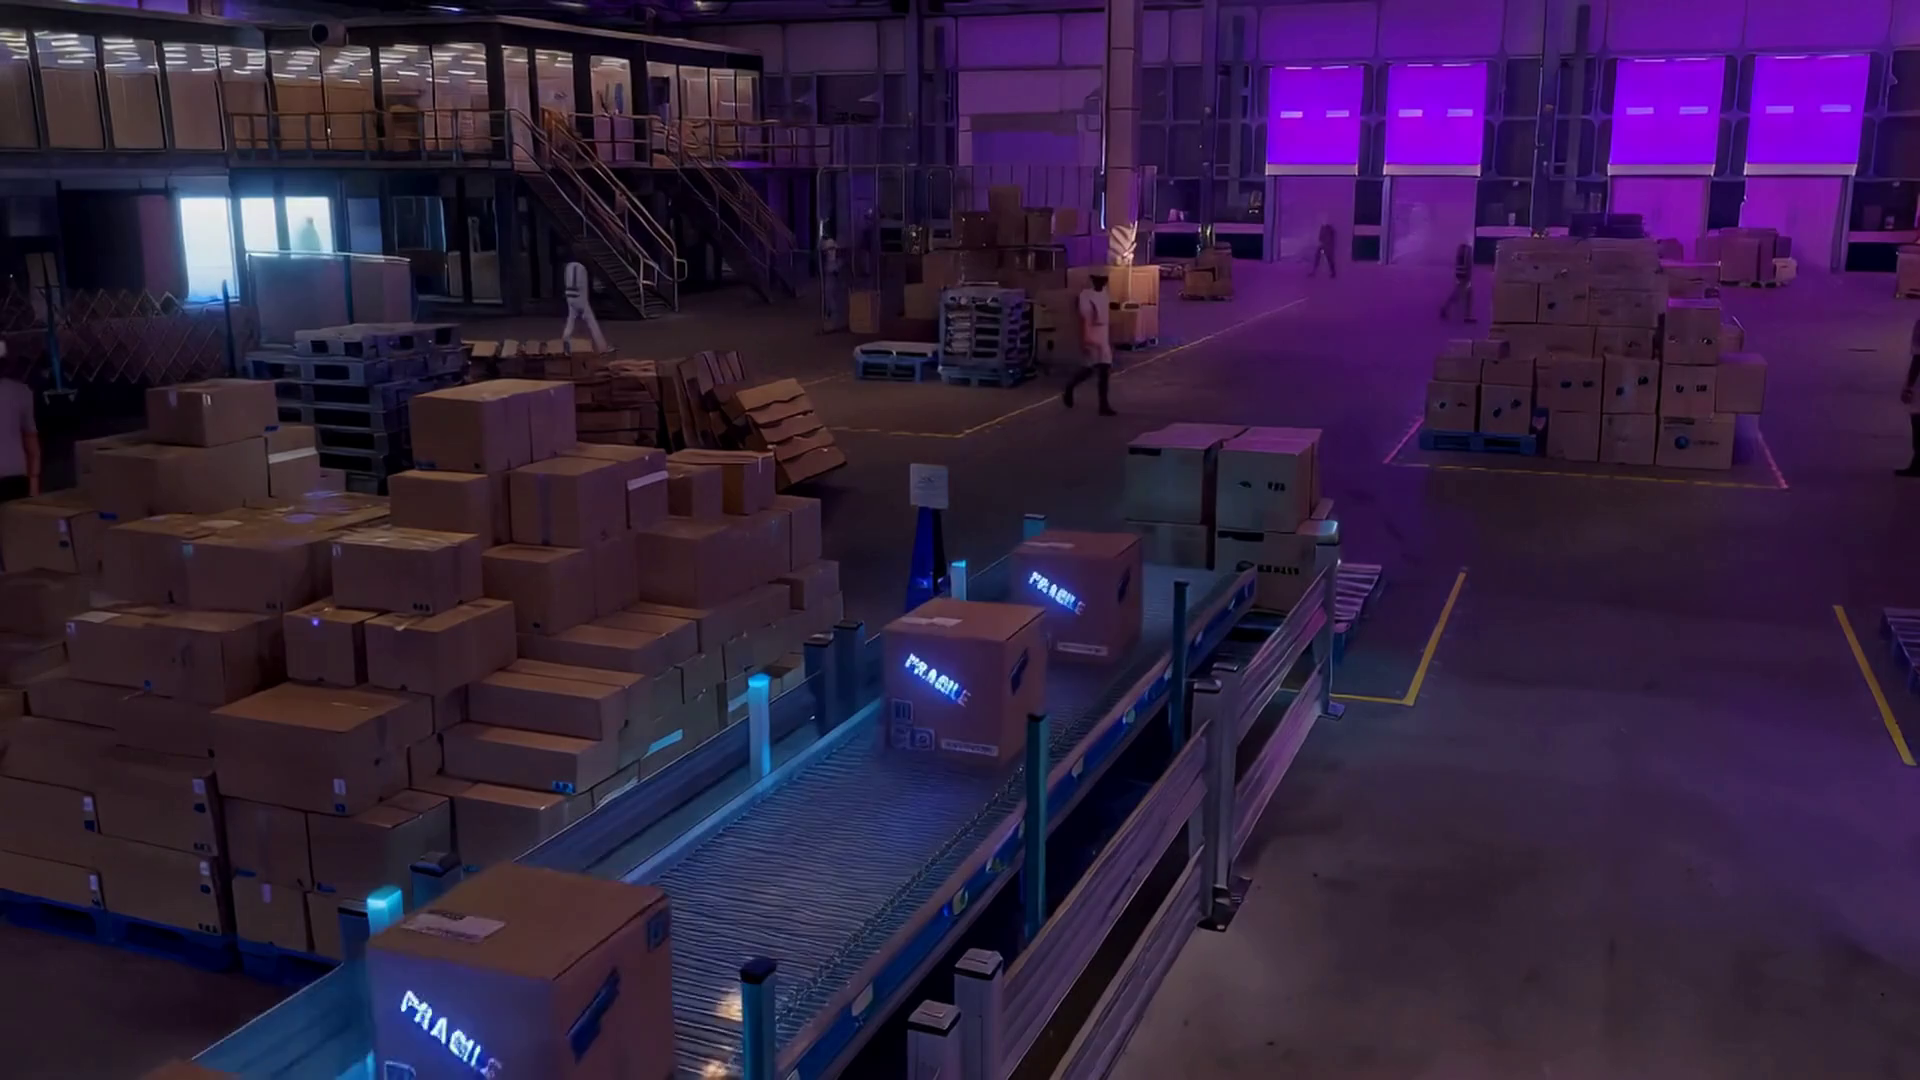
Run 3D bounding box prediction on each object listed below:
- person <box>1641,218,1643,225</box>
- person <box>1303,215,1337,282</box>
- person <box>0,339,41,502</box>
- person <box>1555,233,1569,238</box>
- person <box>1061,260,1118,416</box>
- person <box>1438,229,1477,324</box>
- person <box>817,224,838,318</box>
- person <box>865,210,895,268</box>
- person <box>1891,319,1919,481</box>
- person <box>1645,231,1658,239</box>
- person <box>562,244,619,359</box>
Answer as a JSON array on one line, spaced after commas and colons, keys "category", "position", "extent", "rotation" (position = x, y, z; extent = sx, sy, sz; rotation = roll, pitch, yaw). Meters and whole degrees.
[{"category": "person", "position": [17.022, -7.263, 42.121], "extent": [0.528, 1.849, 0.831], "rotation": [-10, 16, -37]}, {"category": "person", "position": [9.825, -7.895, 45.040], "extent": [0.958, 1.789, 0.642], "rotation": [-2, 13, -8]}, {"category": "person", "position": [-6.688, -0.483, 11.509], "extent": [0.595, 1.945, 1.027], "rotation": [-8, 15, -33]}, {"category": "person", "position": [10.493, -4.396, 29.095], "extent": [0.530, 1.916, 0.557], "rotation": [1, 13, 4]}, {"category": "person", "position": [1.638, -2.503, 20.589], "extent": [0.723, 1.923, 0.555], "rotation": [12, 17, 42]}, {"category": "person", "position": [9.849, -5.170, 32.673], "extent": [0.706, 1.864, 0.592], "rotation": [-2, 13, -10]}, {"category": "person", "position": [-2.702, -5.509, 34.102], "extent": [0.393, 1.911, 0.589], "rotation": [7, 14, 29]}, {"category": "person", "position": [-2.488, -9.230, 51.034], "extent": [0.958, 1.793, 0.529], "rotation": [-1, 13, -5]}, {"category": "person", "position": [9.457, -1.561, 16.256], "extent": [0.612, 1.963, 0.363], "rotation": [-6, 14, -25]}, {"category": "person", "position": [12.719, -4.820, 31.059], "extent": [1.028, 1.893, 0.591], "rotation": [-5, 14, -22]}, {"category": "person", "position": [-5.983, -3.778, 26.498], "extent": [0.978, 1.831, 0.579], "rotation": [-10, 16, -38]}]
